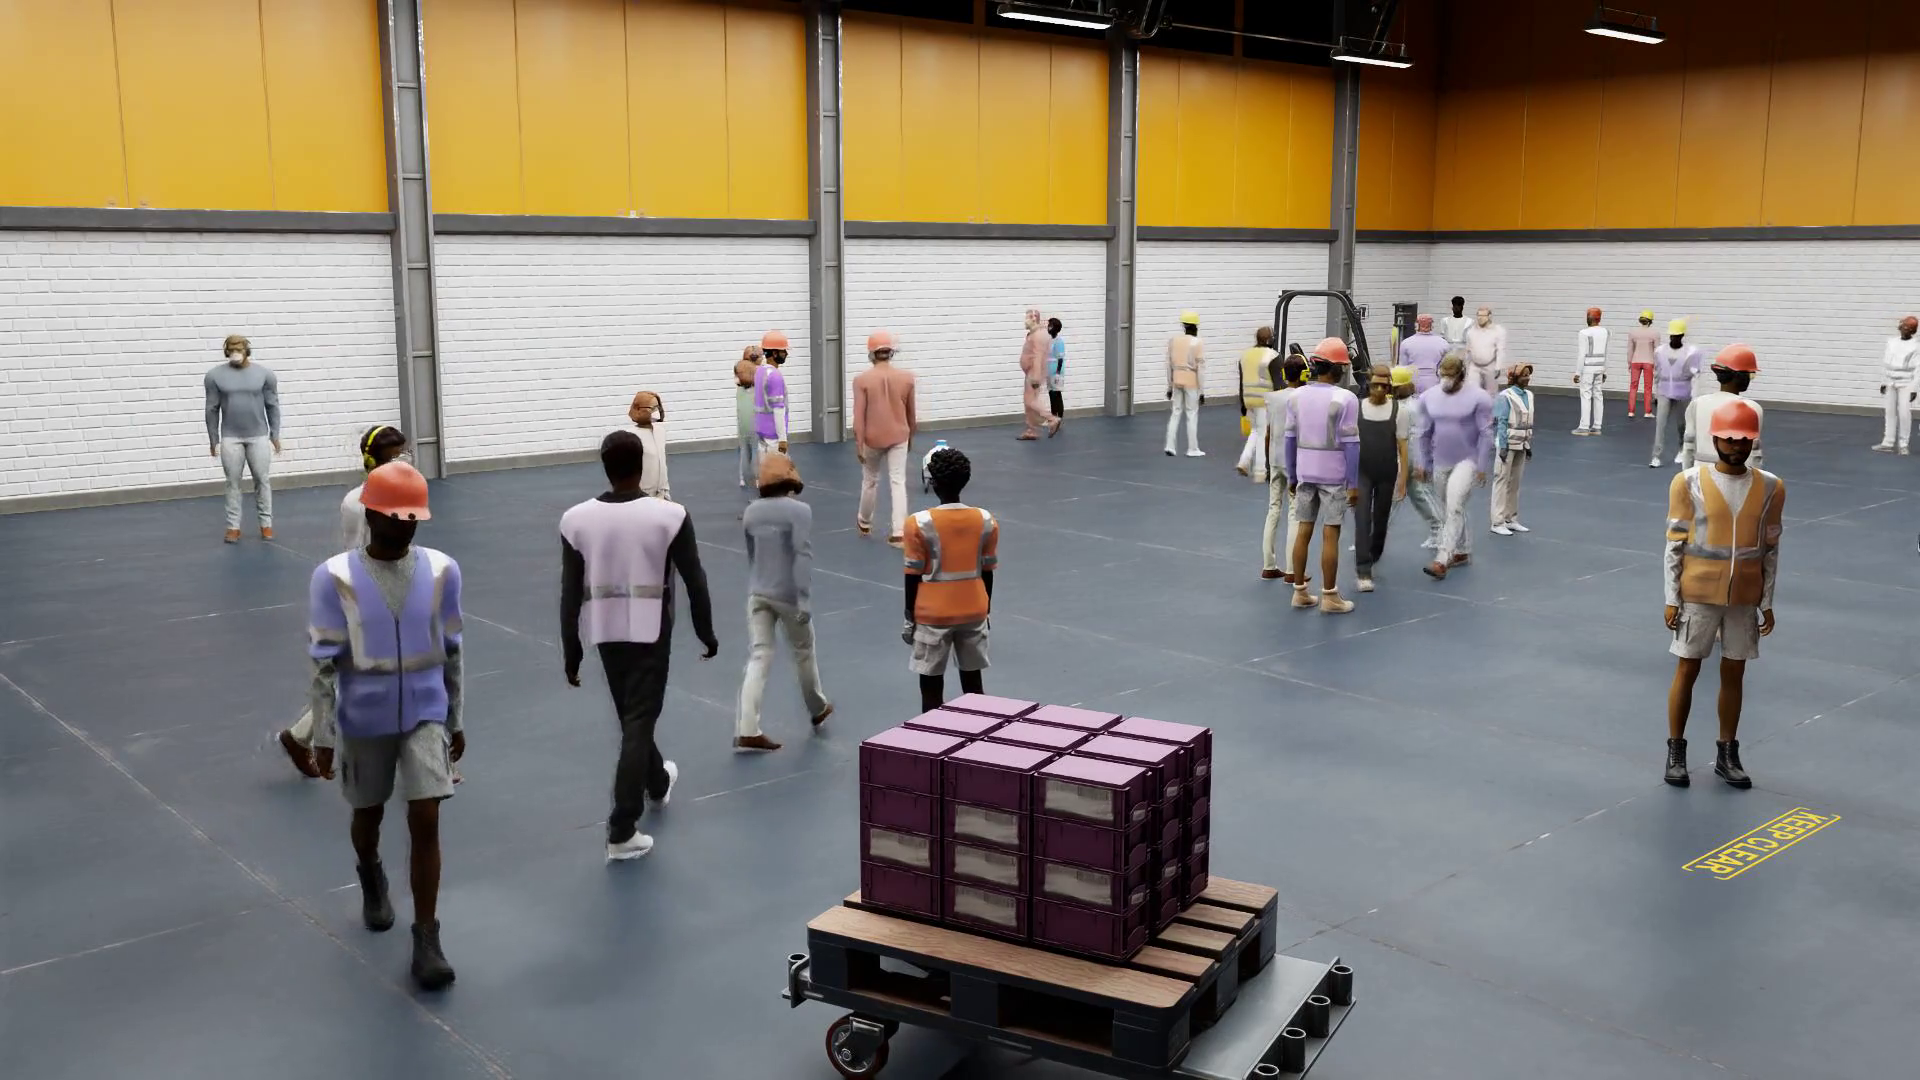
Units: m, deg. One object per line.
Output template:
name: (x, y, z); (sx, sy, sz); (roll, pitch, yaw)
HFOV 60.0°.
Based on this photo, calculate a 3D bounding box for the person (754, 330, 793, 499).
person: (-1.753, -1.021, 15.816); (0.360, 1.936, 0.552); (-5, 11, -25)

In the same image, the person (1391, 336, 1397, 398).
person: (6.697, -2.526, 25.140); (0.329, 1.765, 0.526); (-2, 10, -9)

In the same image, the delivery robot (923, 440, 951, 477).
delivery robot: (-0.206, -0.888, 18.806); (0.477, 0.478, 0.707); (1, 10, 7)

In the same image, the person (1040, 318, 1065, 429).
person: (1.437, -2.552, 25.478); (0.317, 1.700, 0.537); (-3, 10, -17)

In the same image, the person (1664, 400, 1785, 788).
person: (3.780, 0.270, 8.258); (0.545, 1.938, 0.356); (1, 10, 7)

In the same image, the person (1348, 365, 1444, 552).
person: (3.978, -0.724, 14.832); (0.926, 1.682, 0.498); (0, 10, -1)

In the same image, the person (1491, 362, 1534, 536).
person: (5.266, -0.873, 15.816); (0.514, 1.642, 0.314); (-8, 13, -39)

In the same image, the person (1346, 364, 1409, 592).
person: (3.316, -0.519, 13.319); (0.513, 1.810, 0.853); (2, 10, 10)

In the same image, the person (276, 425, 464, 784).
person: (-2.956, 0.330, 8.268); (0.847, 1.829, 0.579); (2, 10, 13)

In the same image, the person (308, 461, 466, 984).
person: (-2.125, 0.643, 6.207); (0.566, 1.907, 0.910); (-5, 11, -29)

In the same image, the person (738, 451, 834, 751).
person: (-0.938, 0.316, 9.009); (0.559, 1.576, 0.837); (6, 11, 32)

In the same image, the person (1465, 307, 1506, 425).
person: (8.120, -2.680, 25.762); (0.636, 1.867, 0.985); (6, 11, 32)

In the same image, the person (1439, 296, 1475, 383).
person: (8.450, -3.175, 28.367); (0.602, 1.958, 0.380); (4, 11, 23)

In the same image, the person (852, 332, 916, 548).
person: (-0.698, -0.933, 15.290); (0.624, 1.939, 1.009); (-2, 10, -14)

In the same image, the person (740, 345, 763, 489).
person: (-2.359, -1.389, 18.875); (0.312, 1.633, 0.519); (-4, 10, -21)

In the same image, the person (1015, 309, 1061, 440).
person: (1.101, -2.345, 23.716); (0.546, 1.886, 0.660); (-1, 10, -4)

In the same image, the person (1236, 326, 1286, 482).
person: (3.532, -1.577, 19.414); (0.436, 1.832, 0.643); (-6, 11, -30)

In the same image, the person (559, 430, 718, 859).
person: (-1.463, 0.432, 7.550); (0.615, 1.853, 1.044); (2, 10, 9)

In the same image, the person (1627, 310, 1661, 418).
person: (11.138, -2.862, 27.102); (0.525, 1.769, 0.315); (7, 12, 37)

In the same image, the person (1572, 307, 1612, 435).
person: (9.308, -2.479, 24.520); (0.585, 1.879, 0.343); (-4, 10, -22)

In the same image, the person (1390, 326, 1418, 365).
person: (6.881, -2.648, 25.613); (0.429, 1.846, 0.633); (-4, 10, -20)

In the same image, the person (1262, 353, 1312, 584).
person: (2.668, -0.573, 13.458); (0.499, 1.856, 0.327); (9, 13, 42)

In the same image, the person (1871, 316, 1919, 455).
person: (12.538, -2.064, 22.257); (0.368, 1.853, 0.754); (-3, 10, -17)

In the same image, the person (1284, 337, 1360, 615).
person: (2.697, -0.472, 12.298); (0.391, 2.040, 0.615); (-9, 13, -42)

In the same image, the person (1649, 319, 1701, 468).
person: (9.016, -1.852, 20.922); (0.600, 1.865, 1.057); (8, 12, 38)

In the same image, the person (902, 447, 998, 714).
person: (-0.049, 0.382, 8.333); (0.530, 1.689, 0.321); (-6, 11, -30)

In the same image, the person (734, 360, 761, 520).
person: (-2.017, -1.010, 16.721); (0.530, 1.605, 0.521); (-9, 13, -44)

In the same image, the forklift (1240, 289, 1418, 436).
forklift: (5.034, -2.339, 22.783); (2.313, 2.155, 1.214); (3, 10, 16)

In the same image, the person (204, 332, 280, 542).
person: (-6.619, -0.946, 15.379); (0.635, 1.936, 0.355); (-3, 10, -19)

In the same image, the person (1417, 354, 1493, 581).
person: (4.045, -0.608, 13.703); (0.640, 1.833, 1.140); (9, 13, 42)

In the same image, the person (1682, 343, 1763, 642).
person: (5.259, -0.329, 11.459); (0.395, 2.044, 0.609); (-4, 10, -22)

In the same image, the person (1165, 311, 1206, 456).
person: (2.951, -2.031, 21.930); (0.665, 1.931, 0.649); (-9, 14, -44)

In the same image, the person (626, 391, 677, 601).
person: (-2.348, -0.311, 12.554); (0.284, 1.633, 0.500); (4, 11, 23)

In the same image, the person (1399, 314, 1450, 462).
person: (5.954, -1.957, 21.415); (0.639, 1.900, 0.401); (1, 10, 4)
